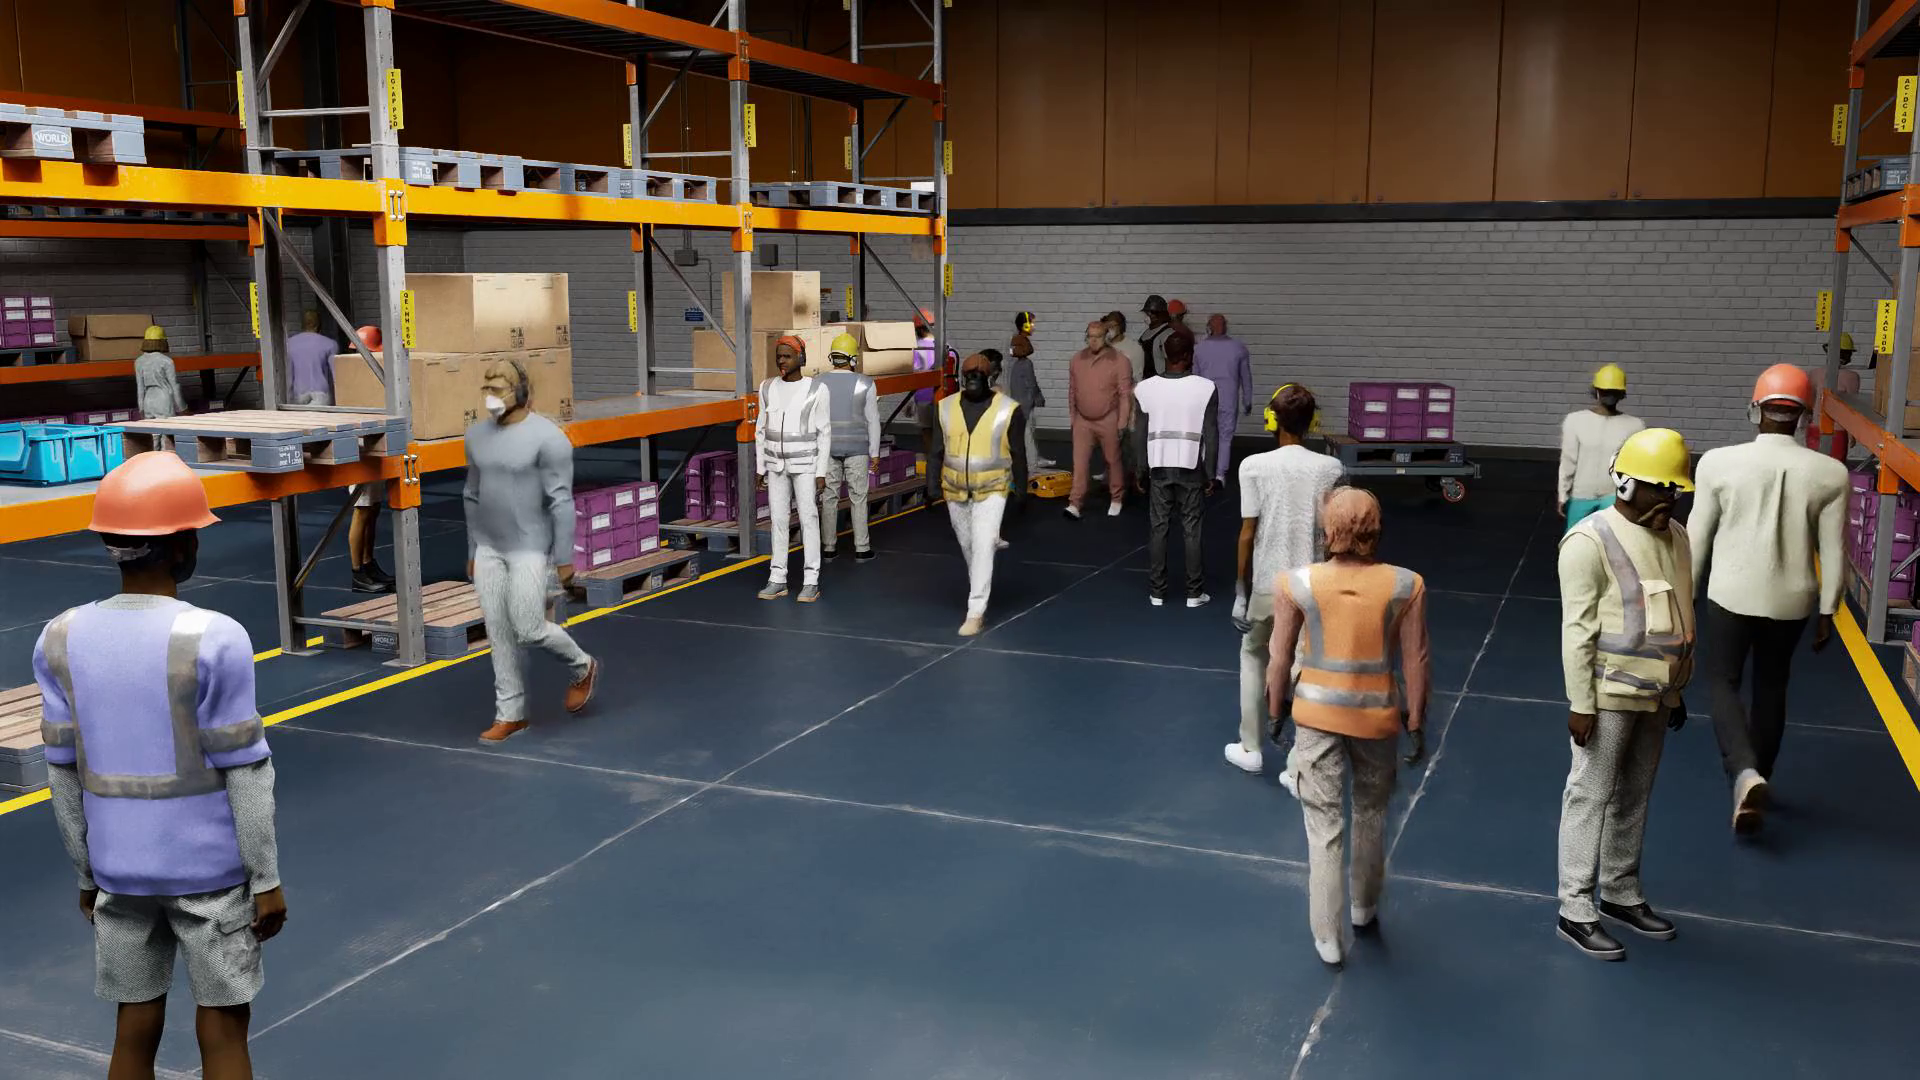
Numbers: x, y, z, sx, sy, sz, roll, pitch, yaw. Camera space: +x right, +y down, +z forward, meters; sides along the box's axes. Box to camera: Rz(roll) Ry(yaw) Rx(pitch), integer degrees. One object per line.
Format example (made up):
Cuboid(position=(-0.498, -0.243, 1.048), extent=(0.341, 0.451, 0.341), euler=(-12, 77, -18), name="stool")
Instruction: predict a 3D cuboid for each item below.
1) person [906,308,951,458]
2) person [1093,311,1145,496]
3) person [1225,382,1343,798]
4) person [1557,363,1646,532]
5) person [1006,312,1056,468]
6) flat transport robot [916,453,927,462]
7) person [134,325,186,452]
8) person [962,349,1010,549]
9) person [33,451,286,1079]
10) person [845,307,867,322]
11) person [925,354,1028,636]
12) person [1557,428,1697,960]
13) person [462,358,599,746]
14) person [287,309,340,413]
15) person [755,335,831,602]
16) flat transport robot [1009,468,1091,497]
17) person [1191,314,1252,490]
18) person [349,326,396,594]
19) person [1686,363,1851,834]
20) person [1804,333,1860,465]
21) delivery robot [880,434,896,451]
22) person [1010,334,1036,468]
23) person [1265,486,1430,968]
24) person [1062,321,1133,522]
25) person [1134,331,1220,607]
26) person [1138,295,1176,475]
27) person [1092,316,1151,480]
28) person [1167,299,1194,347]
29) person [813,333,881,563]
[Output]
Cuboid(position=(-0.336, -1.566, 18.126), extent=(0.557, 1.941, 0.531), euler=(-7, 12, -38), name="person")
Cuboid(position=(1.657, -1.442, 17.390), extent=(0.638, 1.912, 0.871), euler=(8, 12, 39), name="person")
Cuboid(position=(1.458, 0.203, 7.609), extent=(0.549, 1.841, 0.782), euler=(-1, 9, -7), name="person")
Cuboid(position=(4.221, -0.306, 10.991), extent=(0.524, 1.741, 0.756), euler=(3, 10, 19), name="person")
Cuboid(position=(0.798, -1.689, 19.135), extent=(0.874, 1.831, 0.541), euler=(-2, 10, -12), name="person")
Cuboid(position=(-0.350, -0.814, 18.526), extent=(0.652, 0.197, 1.431), euler=(-7, 12, -36), name="flat transport robot")
Cuboid(position=(-8.464, -1.395, 17.618), extent=(0.495, 1.743, 0.316), euler=(3, 10, 18), name="person")
Cuboid(position=(0.224, -0.749, 13.850), extent=(0.533, 1.689, 0.333), euler=(-8, 12, -39), name="person")
Cuboid(position=(-1.863, 0.758, 3.960), extent=(0.543, 1.939, 0.360), euler=(1, 9, 9), name="person")
Cuboid(position=(-1.156, -1.700, 18.815), extent=(0.483, 1.944, 0.657), euler=(0, 9, 1), name="person")
Cuboid(position=(0.117, -0.330, 11.014), extent=(0.646, 1.806, 0.963), euler=(3, 10, 18), name="person")
Cuboid(position=(2.319, 0.519, 5.760), extent=(0.588, 1.823, 0.403), euler=(-6, 11, -33), name="person")
Cuboid(position=(-2.178, 0.043, 8.348), extent=(0.633, 1.922, 0.640), euler=(5, 11, 28), name="person")
Cuboid(position=(-7.242, -1.643, 18.684), extent=(0.654, 1.888, 1.043), euler=(1, 9, 5), name="person")
Cuboid(position=(-1.189, -0.500, 11.752), extent=(0.575, 1.882, 0.355), euler=(3, 10, 20), name="person")
Cuboid(position=(0.603, -0.631, 17.414), extent=(1.431, 0.197, 0.652), euler=(8, 12, 39), name="flat transport robot")
Cuboid(position=(2.766, -1.473, 17.760), extent=(0.675, 1.864, 1.003), euler=(2, 10, 13), name="person")
Cuboid(position=(-4.283, -0.584, 12.102), extent=(0.375, 1.934, 0.548), euler=(0, 9, -1), name="person")
Cuboid(position=(3.375, 0.245, 6.989), extent=(0.622, 1.967, 0.817), euler=(2, 10, 11), name="person")
Cuboid(position=(7.890, -0.990, 15.080), extent=(0.329, 1.765, 0.526), euler=(-5, 11, -28), name="person")
Cuboid(position=(-1.068, -1.133, 19.317), extent=(0.477, 0.478, 0.707), euler=(-7, 12, -39), name="delivery robot")
Cuboid(position=(0.668, -1.408, 18.006), extent=(0.281, 1.633, 0.501), euler=(-2, 10, -14), name="person")
Cuboid(position=(1.328, 0.613, 5.774), extent=(0.540, 1.614, 0.674), euler=(1, 9, 8), name="person")
Cuboid(position=(1.291, -1.097, 15.467), extent=(0.670, 1.854, 1.066), euler=(4, 10, 24), name="person")
Cuboid(position=(1.500, -0.485, 11.564), extent=(0.589, 1.915, 0.399), euler=(3, 10, 18), name="person")
Cuboid(position=(2.177, -1.760, 18.908), extent=(0.536, 2.000, 0.674), euler=(-3, 10, -19), name="person")
Cuboid(position=(1.849, -1.547, 18.243), extent=(0.715, 1.835, 0.577), euler=(2, 10, 10), name="person")
Cuboid(position=(2.709, -2.030, 20.802), extent=(0.924, 1.961, 0.632), euler=(7, 12, 36), name="person")
Cuboid(position=(-0.921, -0.727, 13.278), extent=(0.601, 1.830, 0.404), euler=(2, 10, 10), name="person")
